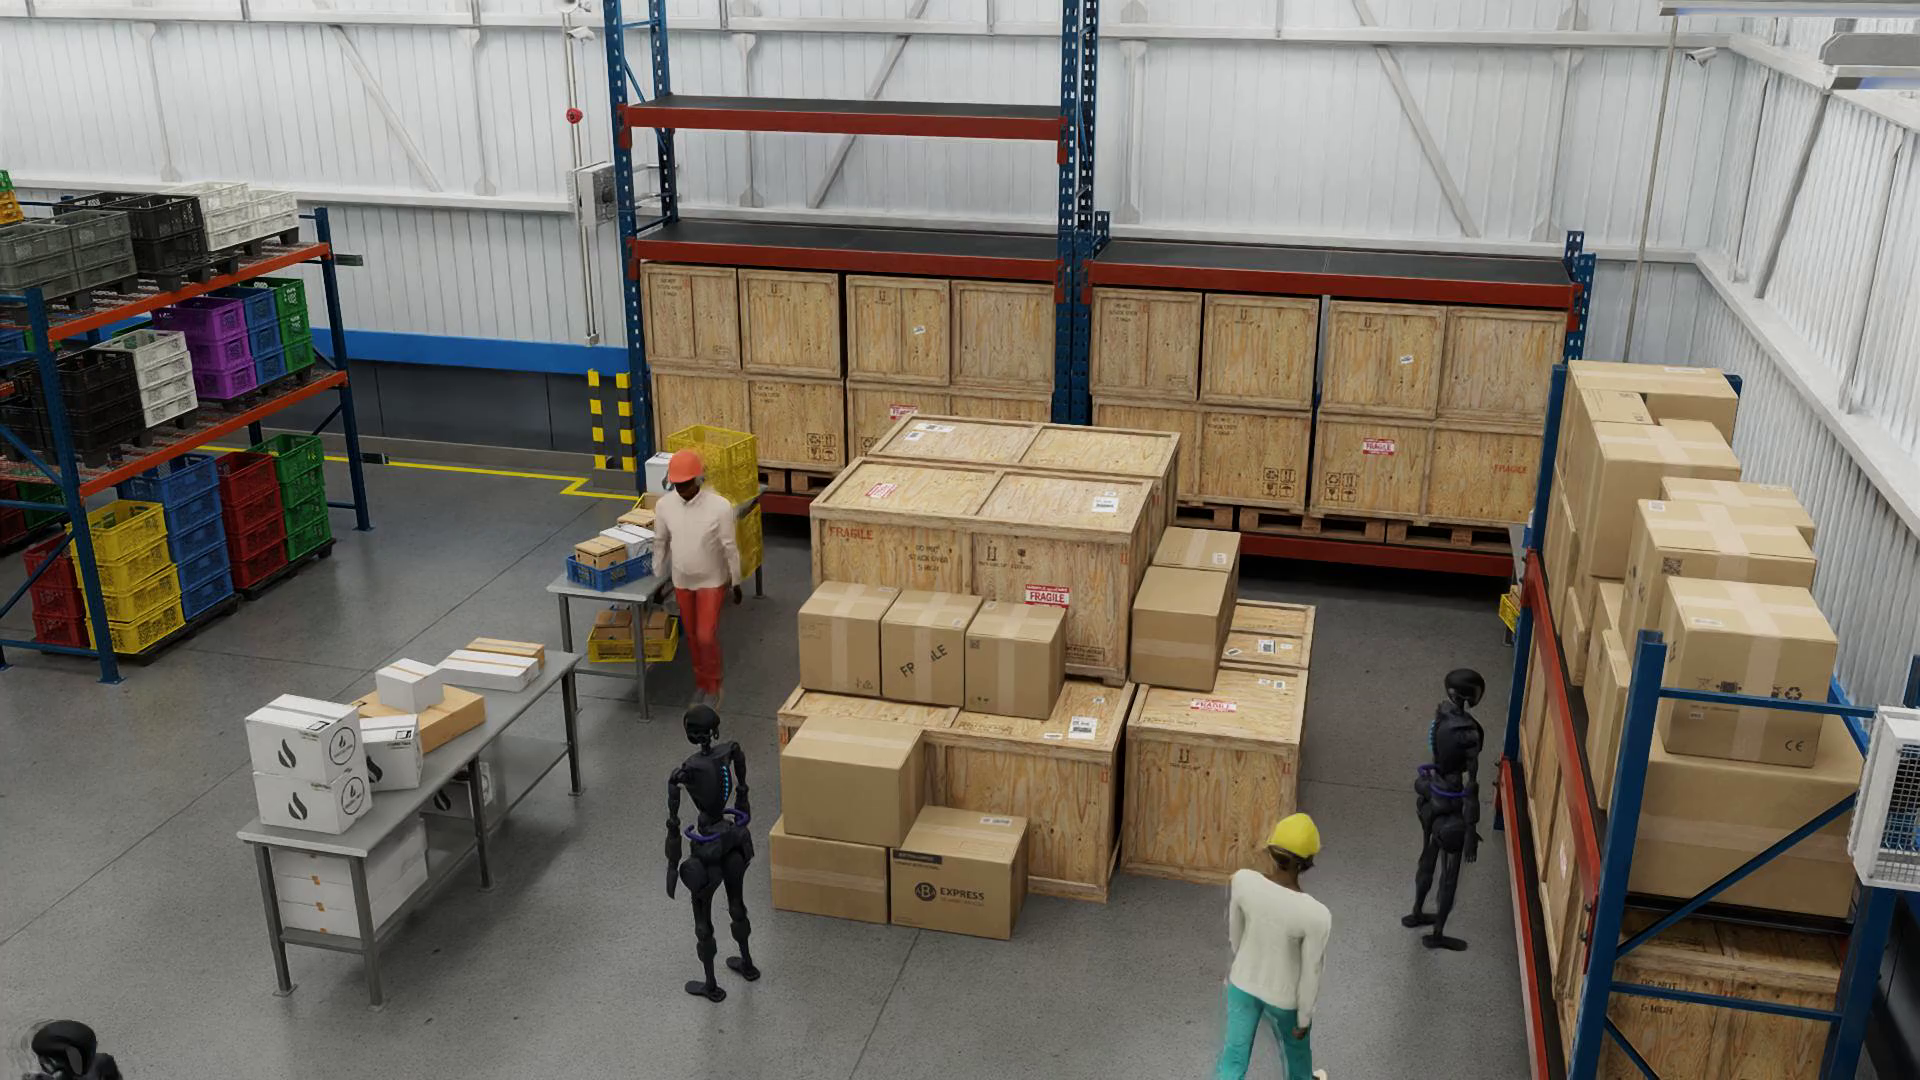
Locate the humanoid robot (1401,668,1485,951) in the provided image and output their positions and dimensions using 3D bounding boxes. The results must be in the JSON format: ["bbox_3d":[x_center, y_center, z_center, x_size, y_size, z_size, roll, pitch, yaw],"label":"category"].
[{"bbox_3d":[2.718,1.469,9.216,0.335,1.657,0.600,-3,21,-8],"label":"humanoid robot"}]

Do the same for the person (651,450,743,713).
[{"bbox_3d":[-1.908,0.317,11.824,0.656,1.975,0.595,6,22,16],"label":"person"}]

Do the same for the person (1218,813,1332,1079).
[{"bbox_3d":[1.444,2.044,7.675,0.529,1.709,0.901,14,25,33],"label":"person"}]

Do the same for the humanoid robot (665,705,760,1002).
[{"bbox_3d":[-1.305,1.630,8.801,0.316,1.652,0.572,16,26,36],"label":"humanoid robot"}]

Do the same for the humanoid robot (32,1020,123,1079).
[{"bbox_3d":[-3.428,2.558,6.477,0.784,1.648,0.587,0,21,0],"label":"humanoid robot"}]
